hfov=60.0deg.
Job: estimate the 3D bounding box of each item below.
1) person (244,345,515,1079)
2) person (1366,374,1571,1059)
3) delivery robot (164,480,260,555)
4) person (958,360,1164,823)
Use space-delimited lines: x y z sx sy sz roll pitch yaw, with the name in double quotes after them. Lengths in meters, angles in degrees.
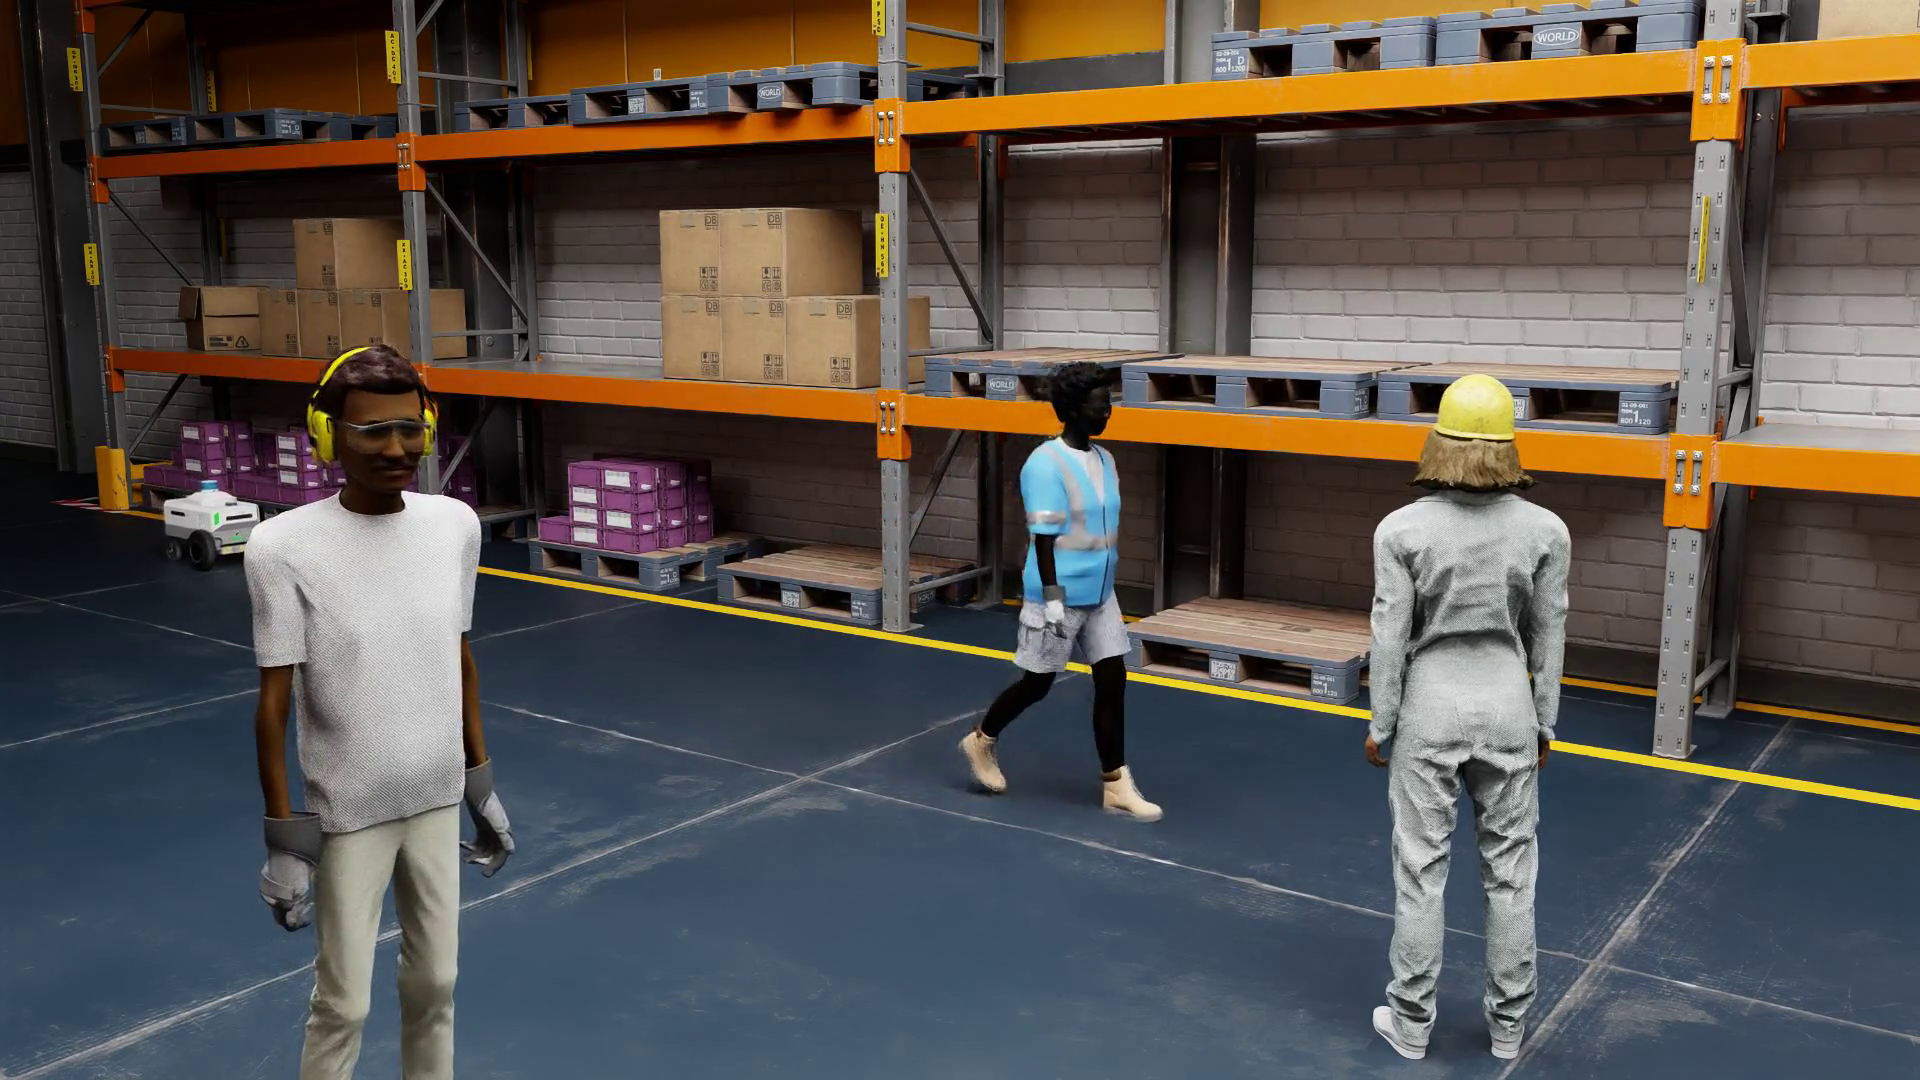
-1.136 0.545 3.316 0.309 1.864 0.535 8 12 39 "person"
1.267 0.456 4.211 0.484 1.744 0.294 1 10 3 "person"
-4.998 -0.156 11.106 0.707 0.478 0.477 7 12 37 "delivery robot"
0.362 0.174 6.079 0.777 1.673 0.532 8 12 40 "person"
